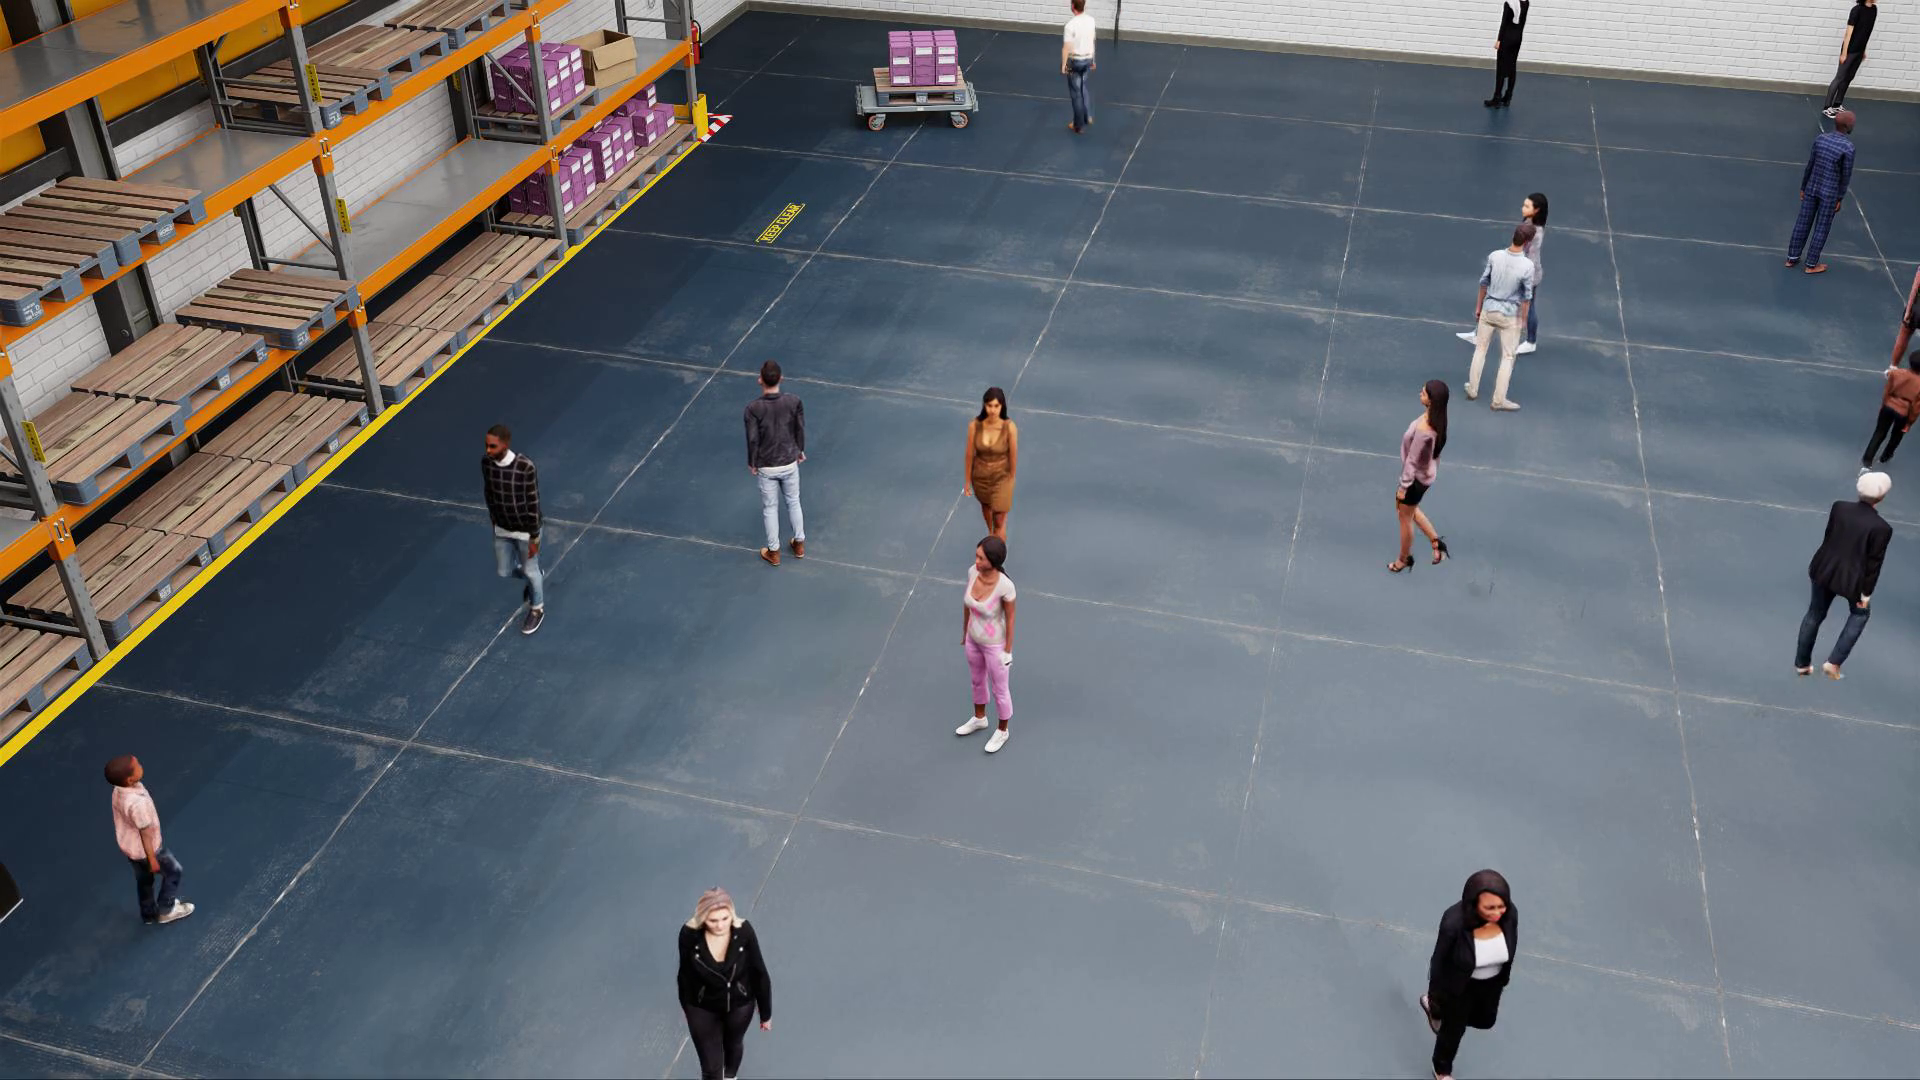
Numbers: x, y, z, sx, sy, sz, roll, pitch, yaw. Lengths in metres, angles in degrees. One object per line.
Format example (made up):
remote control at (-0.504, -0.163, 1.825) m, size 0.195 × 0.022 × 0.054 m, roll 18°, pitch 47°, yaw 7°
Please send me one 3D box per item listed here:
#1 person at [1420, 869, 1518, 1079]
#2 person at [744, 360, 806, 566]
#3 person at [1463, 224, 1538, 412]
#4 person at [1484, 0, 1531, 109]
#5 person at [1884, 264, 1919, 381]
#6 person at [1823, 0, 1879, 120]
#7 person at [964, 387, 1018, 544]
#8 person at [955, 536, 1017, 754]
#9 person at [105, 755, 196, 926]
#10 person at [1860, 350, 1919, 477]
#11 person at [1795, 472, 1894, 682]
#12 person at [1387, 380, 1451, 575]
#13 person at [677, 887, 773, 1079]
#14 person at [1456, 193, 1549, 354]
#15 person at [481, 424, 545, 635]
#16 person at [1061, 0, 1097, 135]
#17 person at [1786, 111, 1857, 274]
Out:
person at (2.777, 2.385, 9.256) m, size 0.868 × 1.603 × 0.945 m, roll -12°, pitch 35°, yaw -17°
person at (-1.495, -0.630, 13.581) m, size 0.726 × 1.836 × 0.767 m, roll -16°, pitch 37°, yaw -22°
person at (5.146, -2.166, 15.889) m, size 0.879 × 1.839 × 0.802 m, roll 20°, pitch 38°, yaw 27°
person at (7.640, -6.899, 23.066) m, size 0.669 × 1.777 × 0.729 m, roll -18°, pitch 38°, yaw -25°
person at (9.244, -2.112, 15.885) m, size 0.650 × 1.753 × 1.115 m, roll 13°, pitch 36°, yaw 19°
person at (12.248, -6.740, 22.776) m, size 0.699 × 1.834 × 0.750 m, roll -17°, pitch 37°, yaw -23°
person at (0.263, -0.531, 13.602) m, size 0.593 × 1.648 × 1.052 m, roll 6°, pitch 34°, yaw 10°
person at (0.201, 0.715, 11.642) m, size 0.663 × 1.741 × 0.665 m, roll 28°, pitch 43°, yaw 35°
person at (-5.103, 1.904, 10.258) m, size 0.629 × 1.293 × 0.643 m, roll 26°, pitch 42°, yaw 34°
person at (8.341, -1.120, 14.866) m, size 0.796 × 1.229 × 0.993 m, roll 27°, pitch 42°, yaw 34°
person at (6.266, 0.309, 11.828) m, size 0.848 × 1.772 × 0.885 m, roll -20°, pitch 39°, yaw -28°
person at (3.755, -0.449, 13.340) m, size 0.773 × 1.801 × 0.751 m, roll 17°, pitch 37°, yaw 24°
person at (-1.302, 2.467, 9.068) m, size 0.858 × 1.674 × 0.960 m, roll -7°, pitch 34°, yaw -11°
person at (5.751, -2.662, 16.762) m, size 0.941 × 1.699 × 1.067 m, roll -2°, pitch 34°, yaw -4°
person at (-3.370, -0.148, 12.884) m, size 0.652 × 1.805 × 0.748 m, roll 10°, pitch 35°, yaw 14°
person at (1.647, -6.302, 22.105) m, size 0.832 × 1.845 × 0.905 m, roll -22°, pitch 40°, yaw -30°
person at (9.596, -3.876, 18.480) m, size 0.805 × 1.818 × 0.758 m, roll -21°, pitch 39°, yaw -28°
